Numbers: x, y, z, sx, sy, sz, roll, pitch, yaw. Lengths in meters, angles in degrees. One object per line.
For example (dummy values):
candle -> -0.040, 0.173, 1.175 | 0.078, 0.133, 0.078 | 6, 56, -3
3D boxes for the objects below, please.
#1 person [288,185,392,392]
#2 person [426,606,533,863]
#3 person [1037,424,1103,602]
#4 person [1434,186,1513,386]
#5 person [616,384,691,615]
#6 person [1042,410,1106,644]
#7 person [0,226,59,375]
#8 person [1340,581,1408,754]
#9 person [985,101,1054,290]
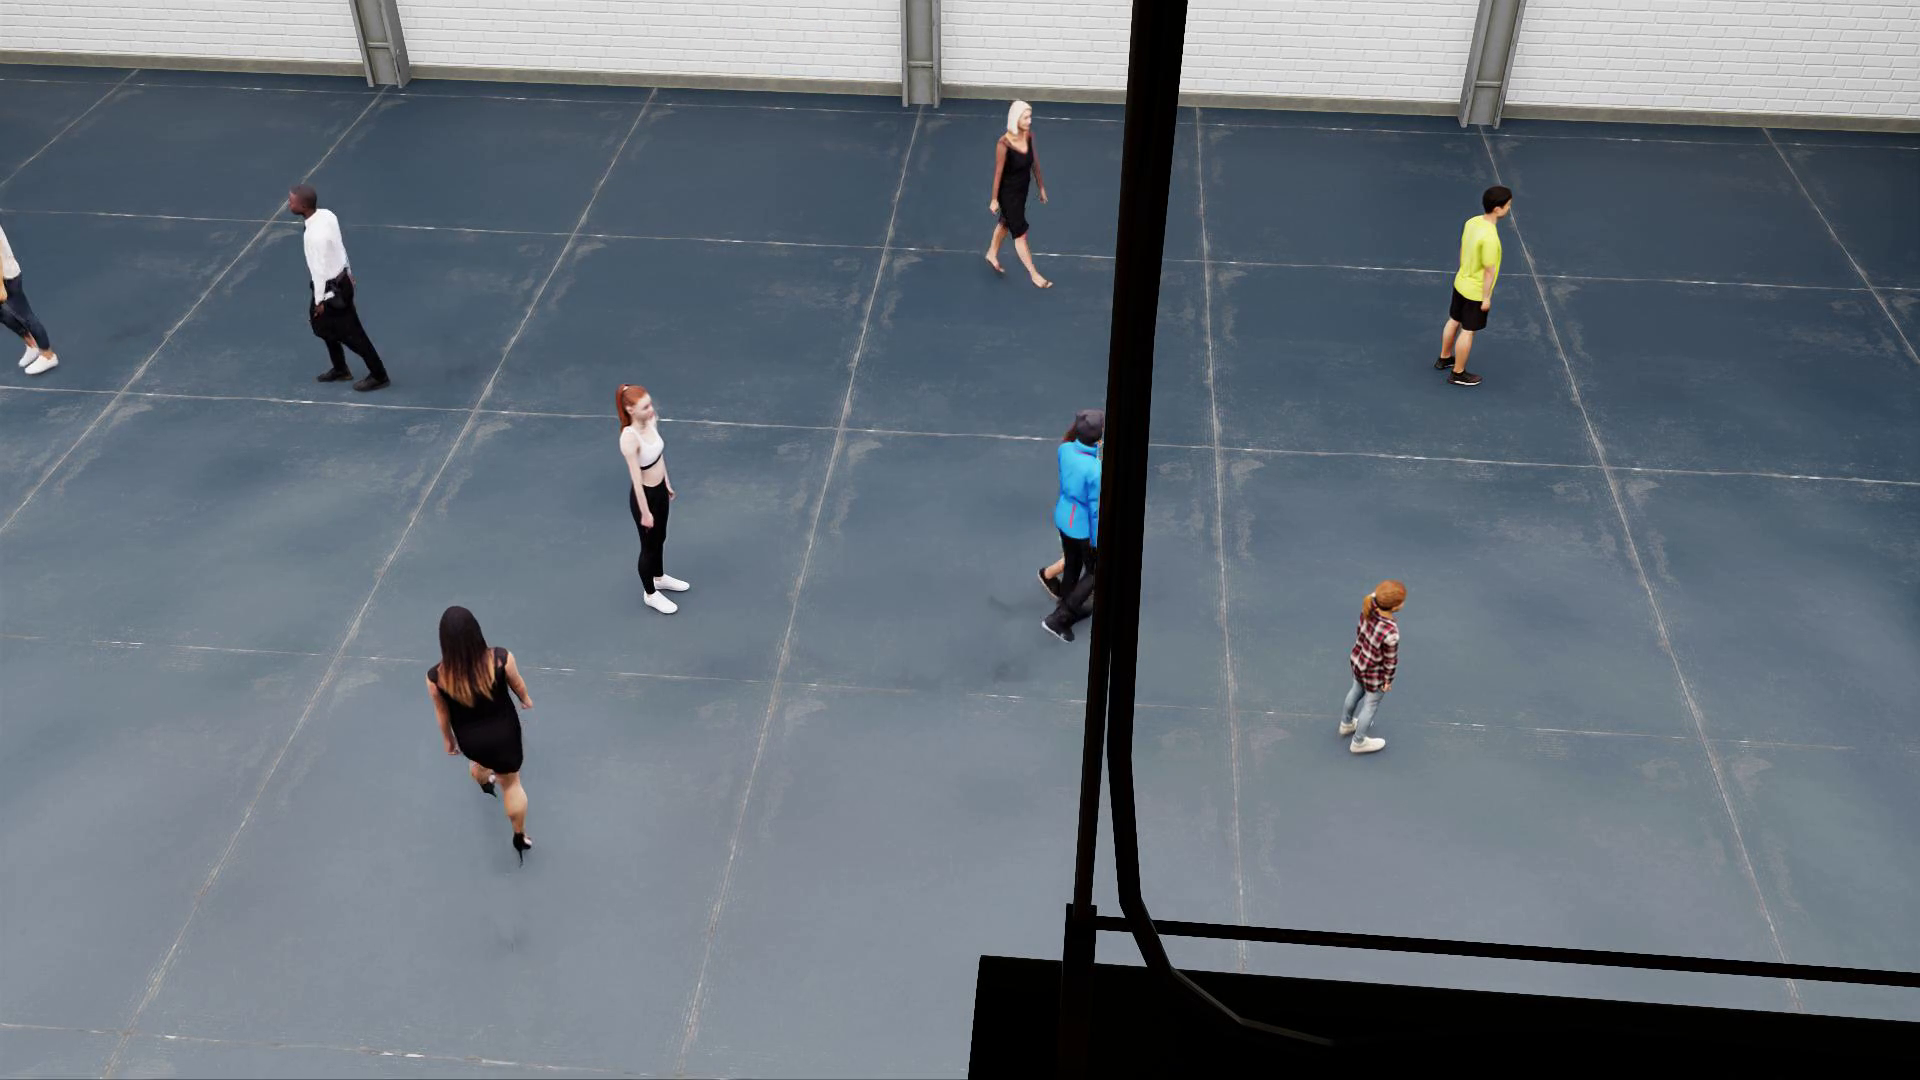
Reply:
person -> -4.883, -1.993, 13.259 | 0.916, 1.816, 0.809 | -7, 39, -9
person -> -2.657, 1.153, 9.425 | 0.997, 1.684, 0.933 | -9, 40, -11
person -> 0.724, -0.199, 11.228 | 0.699, 1.547, 0.676 | 8, 39, 10
person -> 4.154, -2.070, 13.443 | 0.609, 1.708, 0.674 | -7, 39, -9
person -> -2.096, -0.290, 11.188 | 0.574, 1.740, 0.619 | 9, 40, 11
person -> 0.707, -0.062, 10.866 | 0.923, 1.786, 0.855 | -23, 44, -26
person -> -7.670, -2.182, 13.509 | 0.791, 1.799, 0.724 | -29, 47, -31
person -> 2.531, 0.760, 10.221 | 0.606, 1.305, 0.590 | -11, 40, -14
person -> 0.414, -3.062, 14.695 | 1.155, 1.694, 1.027 | 30, 47, 32
